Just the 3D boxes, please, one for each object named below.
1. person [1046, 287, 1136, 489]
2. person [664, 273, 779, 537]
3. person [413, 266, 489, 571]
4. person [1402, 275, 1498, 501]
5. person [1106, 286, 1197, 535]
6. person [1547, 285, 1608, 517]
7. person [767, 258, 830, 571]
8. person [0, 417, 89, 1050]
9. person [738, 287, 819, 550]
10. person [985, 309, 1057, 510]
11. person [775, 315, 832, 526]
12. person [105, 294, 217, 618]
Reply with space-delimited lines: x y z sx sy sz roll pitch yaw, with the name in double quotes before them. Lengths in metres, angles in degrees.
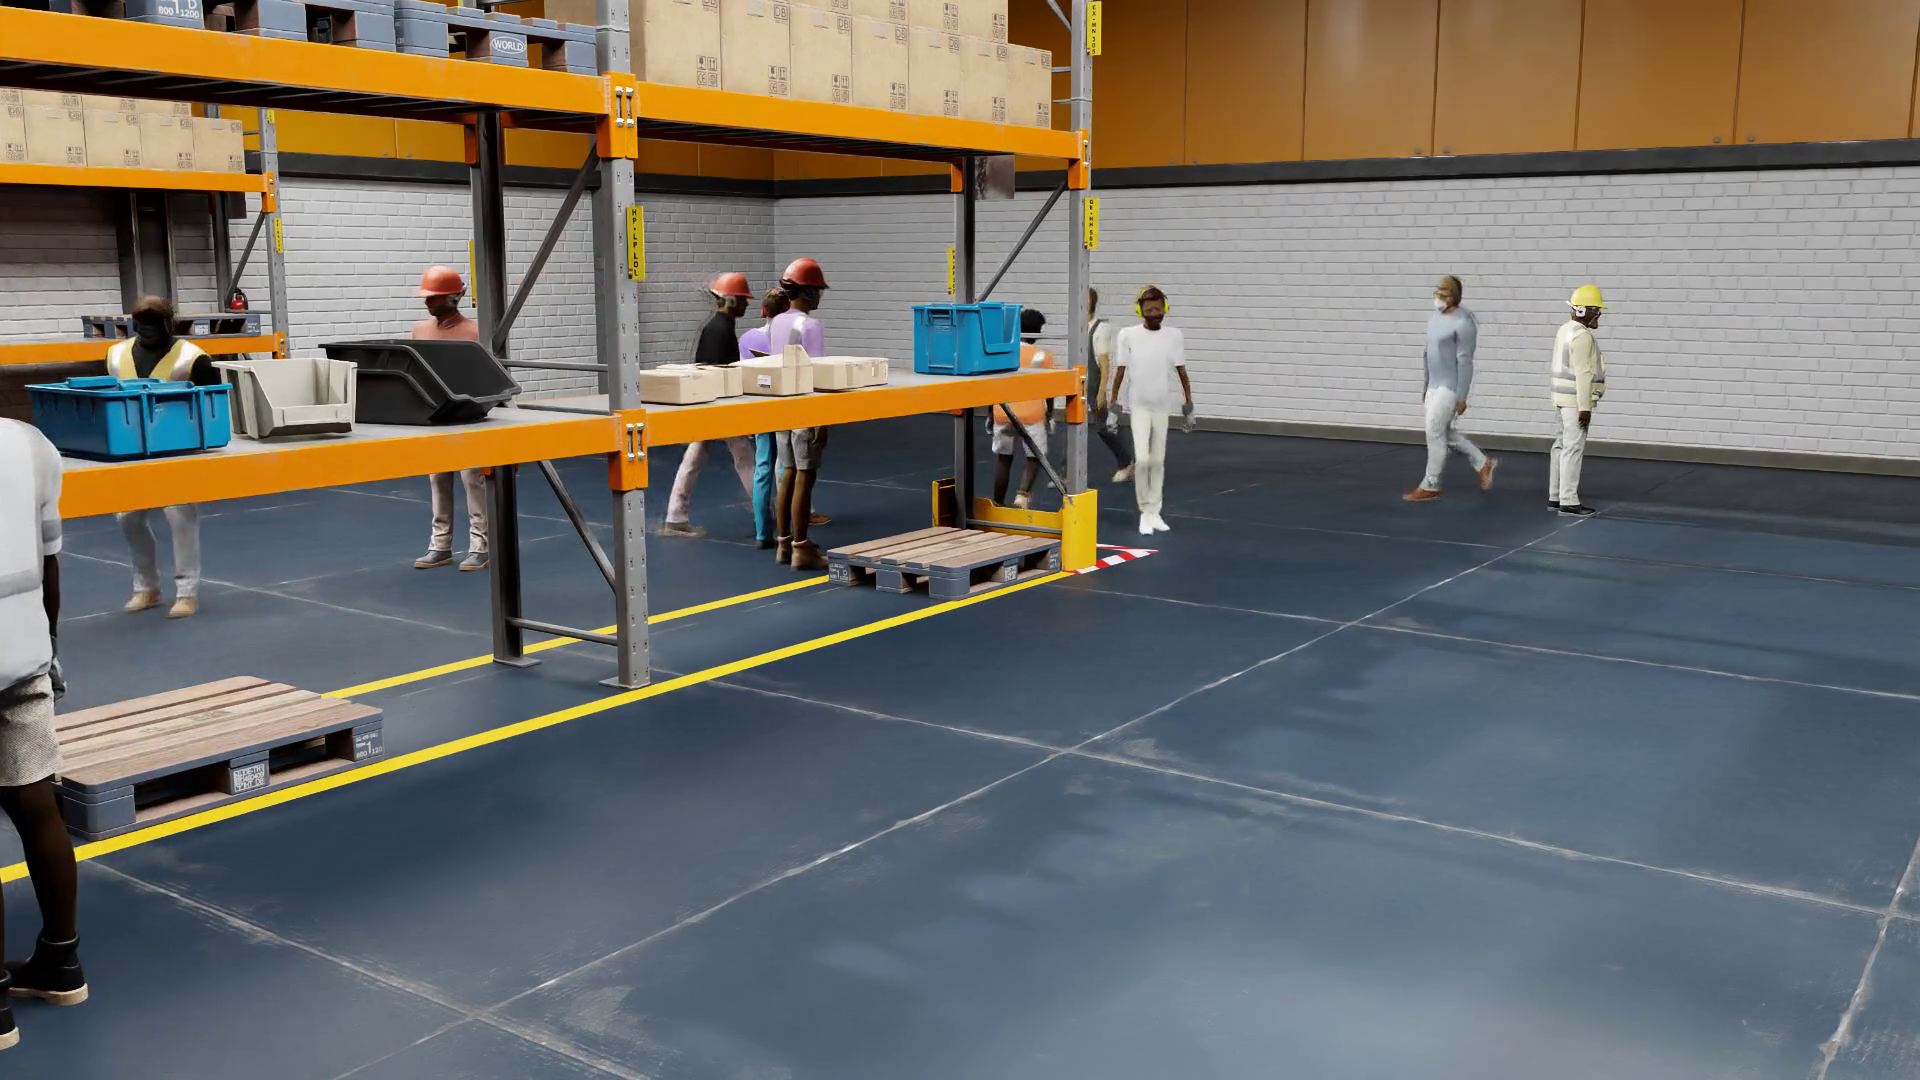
"person" 1.200 -1.371 14.927 0.947 1.810 0.517 -8 12 -39
"person" -1.700 -0.979 12.181 1.060 1.927 0.625 -3 10 -17
"person" -3.324 -0.785 10.866 0.610 1.989 0.392 3 10 19
"person" 4.171 -1.264 13.965 0.778 1.912 0.656 -2 10 -10
"person" 1.426 -0.951 12.326 0.674 1.831 0.639 -2 10 -9
"person" 4.913 -1.103 13.236 0.403 1.827 0.598 1 10 4
"person" -1.030 -0.821 10.945 0.399 2.036 0.610 -6 11 -31
"person" -2.565 0.330 4.291 0.361 1.963 0.613 2 10 13
"person" -1.275 -0.831 11.587 0.563 1.838 0.389 5 11 26
"person" 0.419 -0.914 12.578 0.572 1.661 0.558 5 11 25
"person" -1.230 -1.073 12.728 0.355 1.938 0.637 -5 11 -29
"person" -4.562 -0.479 9.497 0.650 1.841 0.429 0 10 1
